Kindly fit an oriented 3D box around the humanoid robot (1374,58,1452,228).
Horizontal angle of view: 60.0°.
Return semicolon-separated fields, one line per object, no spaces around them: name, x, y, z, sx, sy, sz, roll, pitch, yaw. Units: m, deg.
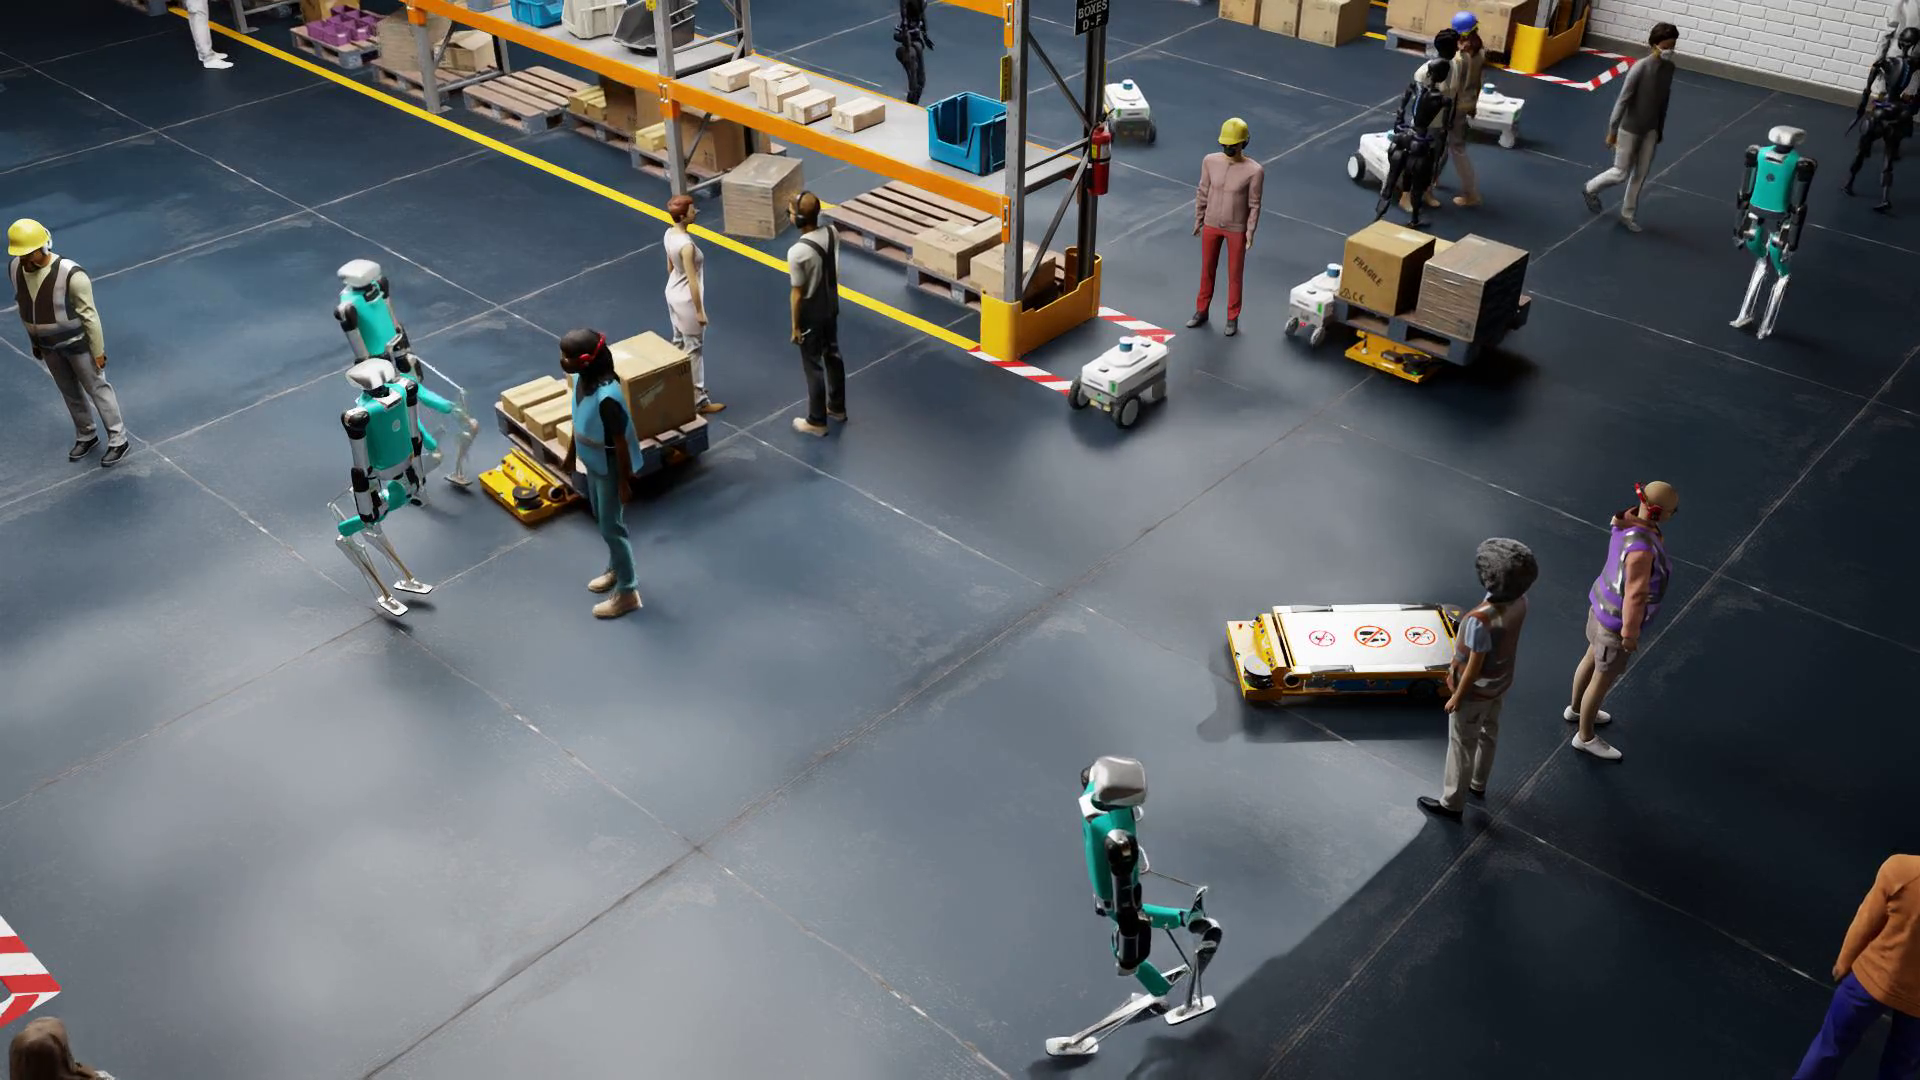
humanoid robot;3.965;-3.434;14.600;0.765;1.628;0.618;-23;41;-29

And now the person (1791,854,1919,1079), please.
person;3.829;1.782;6.733;0.517;1.974;0.403;19;39;25

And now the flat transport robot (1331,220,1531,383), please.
flat transport robot;3.731;-1.667;13.225;0.659;0.231;1.431;27;43;34

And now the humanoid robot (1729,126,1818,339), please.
humanoid robot;6.381;-2.423;13.018;0.747;1.777;0.545;-26;42;-32

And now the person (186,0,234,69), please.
person;-8.435;-6.184;18.332;0.402;1.905;0.641;-16;38;-22

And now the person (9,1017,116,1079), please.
person;-3.212;2.376;6.144;0.500;1.652;0.361;-14;37;-19

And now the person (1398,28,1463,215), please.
person;4.274;-3.794;15.052;0.532;1.693;0.320;-19;39;-25

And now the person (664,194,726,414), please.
person;-1.968;-1.716;12.069;0.291;1.661;0.449;-17;38;-23

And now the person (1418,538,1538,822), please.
person;2.656;0.719;8.515;0.458;1.687;0.298;-29;44;-35

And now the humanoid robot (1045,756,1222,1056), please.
humanoid robot;0.886;1.612;7.215;1.013;1.762;0.534;-6;35;-8

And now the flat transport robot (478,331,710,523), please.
flat transport robot;-2.573;-0.575;11.644;1.431;0.231;0.659;-26;42;-33

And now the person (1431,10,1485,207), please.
person;4.608;-3.956;15.256;0.468;1.736;0.841;-29;44;-35

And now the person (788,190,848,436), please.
person;-1.022;-1.592;11.738;0.338;1.842;0.504;21;40;28

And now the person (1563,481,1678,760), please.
person;3.554;0.410;8.964;0.347;1.691;0.481;6;35;8

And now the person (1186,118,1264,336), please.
person;2.083;-2.458;13.054;0.524;1.768;0.311;17;38;22

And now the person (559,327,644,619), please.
person;-2.158;-0.430;10.031;0.455;1.857;0.570;-20;39;-26

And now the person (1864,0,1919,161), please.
person;9.158;-4.634;16.069;0.548;1.927;0.390;13;37;19

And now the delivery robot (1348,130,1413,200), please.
delivery robot;4.052;-3.582;15.760;0.499;0.608;0.799;-8;35;-11

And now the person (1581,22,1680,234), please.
person;5.959;-3.675;14.722;0.584;1.878;0.580;-14;37;-20

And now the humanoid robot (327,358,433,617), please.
humanoid robot;-3.529;-0.352;9.910;0.735;1.677;0.533;16;38;22

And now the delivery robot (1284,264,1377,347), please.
delivery robot;2.983;-1.924;13.362;0.811;0.613;0.499;-27;43;-33

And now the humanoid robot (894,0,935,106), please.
humanoid robot;-0.469;-5.075;16.923;0.318;1.657;0.603;14;37;19

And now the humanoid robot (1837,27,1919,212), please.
humanoid robot;8.471;-3.835;15.171;0.584;1.633;0.770;1;35;2

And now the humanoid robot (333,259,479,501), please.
humanoid robot;-3.548;-0.993;10.976;0.872;1.765;0.546;6;35;9

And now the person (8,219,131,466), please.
person;-6.142;-1.361;11.417;0.589;1.825;0.403;9;36;12

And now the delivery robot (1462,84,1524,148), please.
delivery robot;5.284;-4.312;16.780;0.745;0.565;0.499;14;37;20

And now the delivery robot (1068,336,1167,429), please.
delivery robot;1.211;-1.217;12.316;0.499;0.587;0.788;27;43;33

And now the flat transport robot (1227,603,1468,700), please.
flat transport robot;2.348;0.664;9.848;1.431;0.231;0.659;-1;35;-1

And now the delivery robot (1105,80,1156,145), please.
delivery robot;1.694;-4.345;16.861;0.499;0.603;0.794;-4;35;-5
